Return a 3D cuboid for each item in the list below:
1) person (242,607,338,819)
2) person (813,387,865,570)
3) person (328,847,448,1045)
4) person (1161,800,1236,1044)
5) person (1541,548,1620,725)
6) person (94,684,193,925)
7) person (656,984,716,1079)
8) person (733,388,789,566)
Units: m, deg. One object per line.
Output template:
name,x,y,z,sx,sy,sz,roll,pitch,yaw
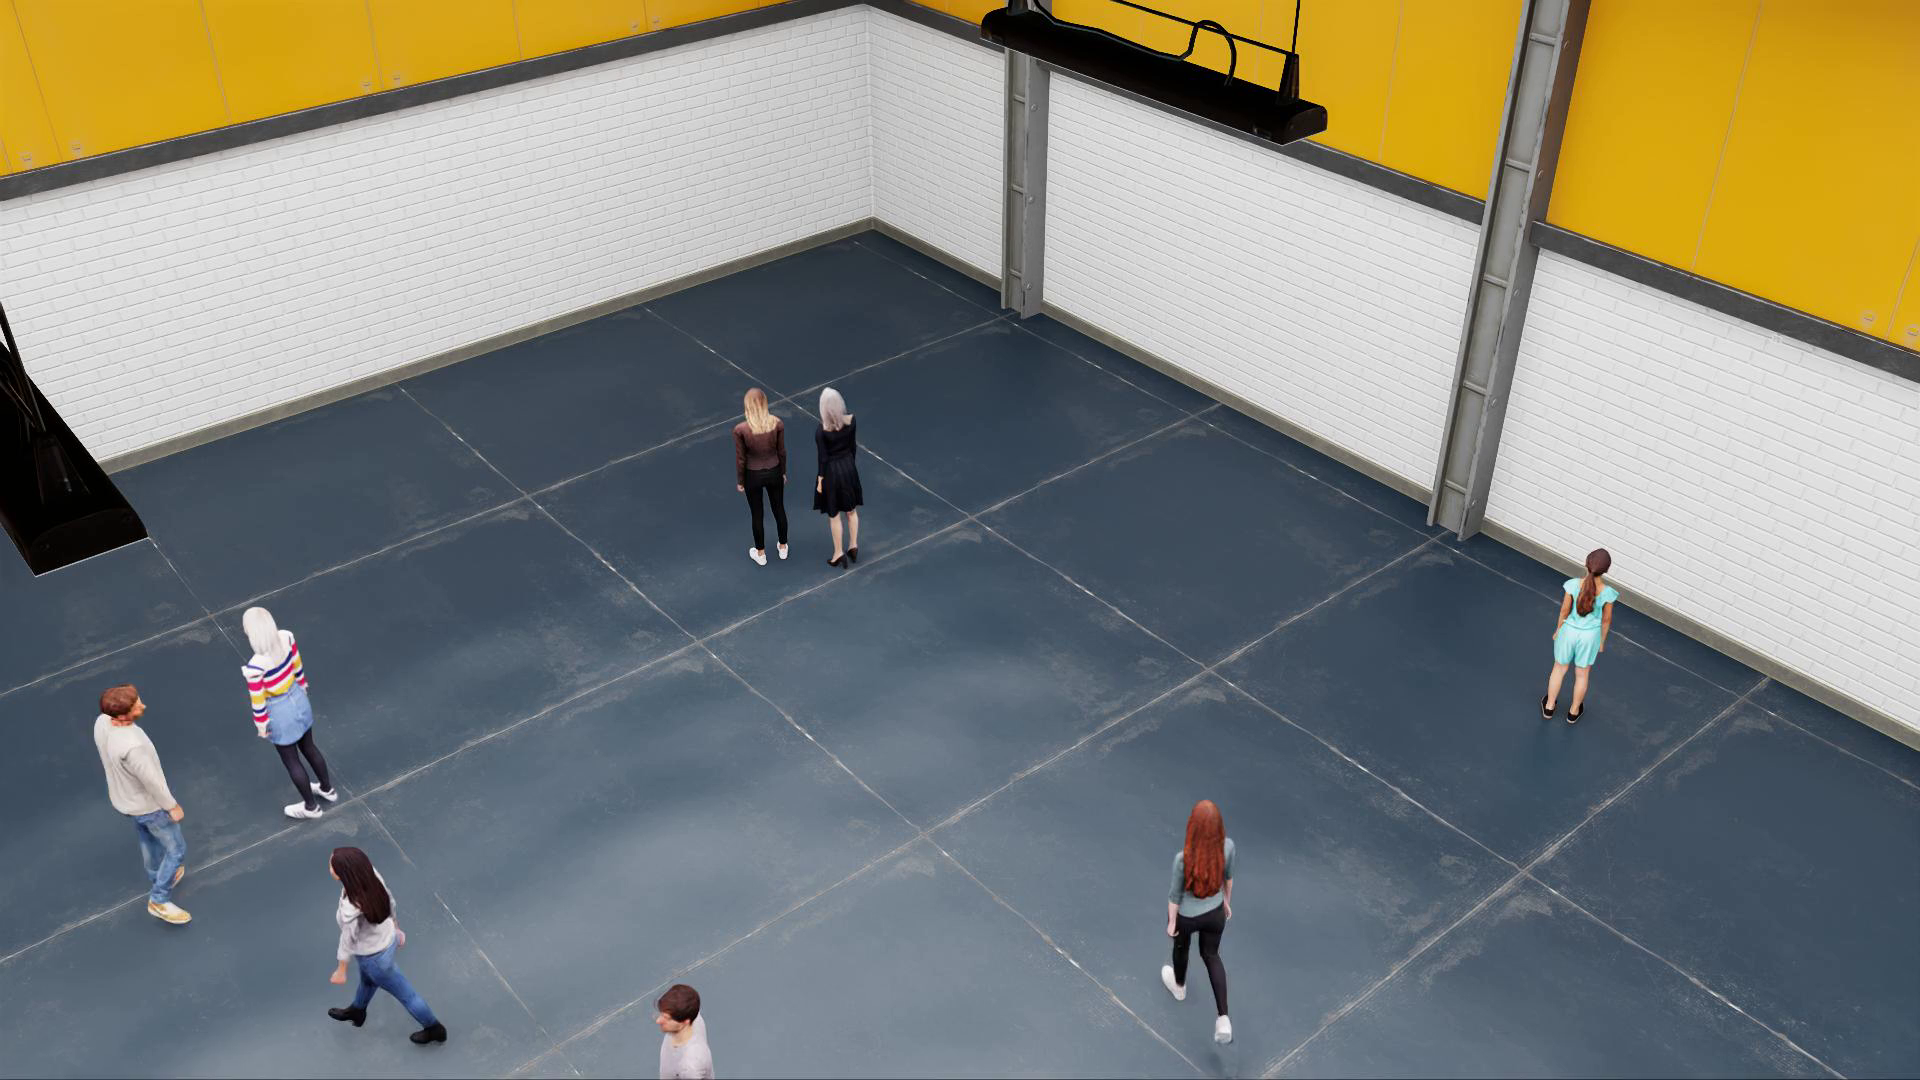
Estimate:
person,-4.751,1.212,11.745,0.709,1.807,0.722,10,35,15
person,-1.067,-0.542,14.438,0.588,1.746,0.551,-26,42,-34
person,-3.420,2.486,10.021,1.031,1.595,1.020,-1,34,-2
person,1.485,2.338,10.125,0.845,1.724,1.119,-11,35,-15
person,4.738,0.720,12.709,0.605,1.558,0.696,14,36,19
person,-5.368,1.717,10.924,0.605,1.875,0.816,15,36,21
person,-1.444,3.057,8.938,0.795,1.841,0.631,-9,35,-14
person,-1.717,-0.552,14.493,0.664,1.703,0.623,-12,35,-17
